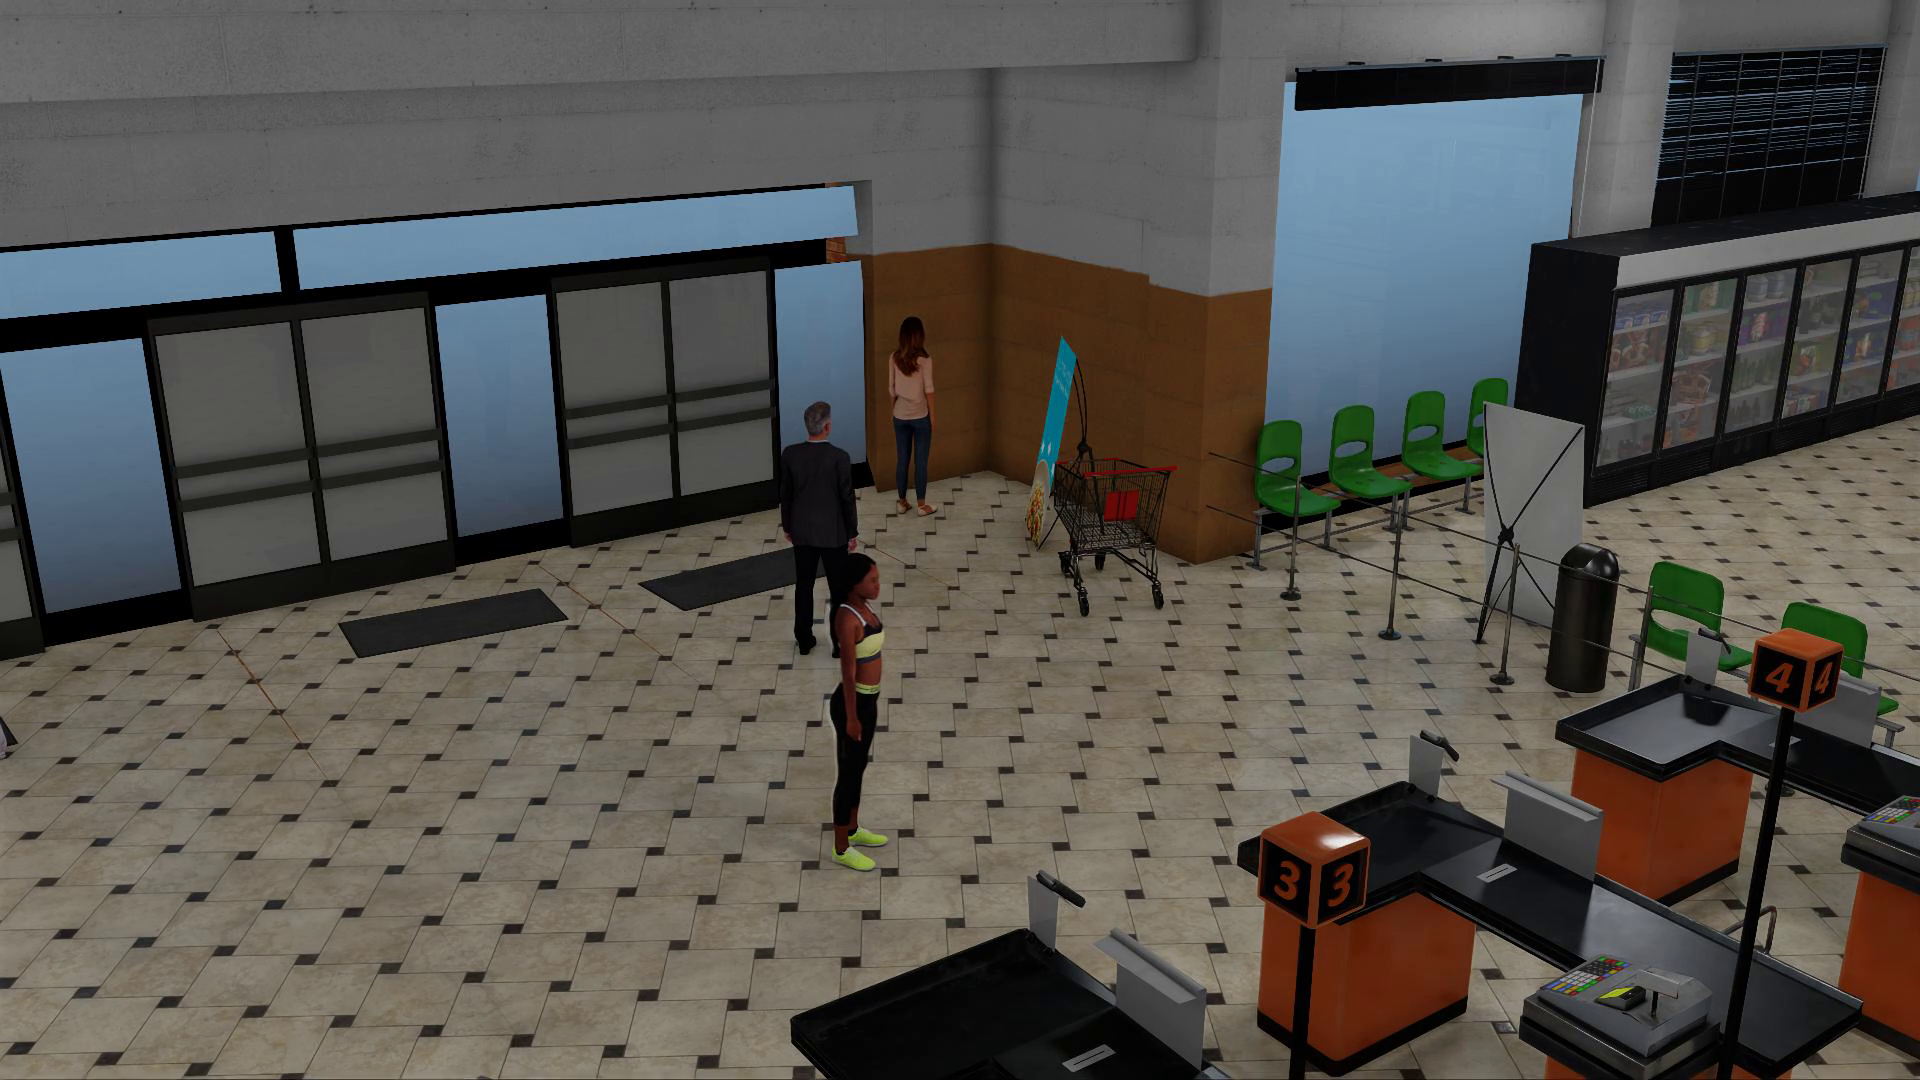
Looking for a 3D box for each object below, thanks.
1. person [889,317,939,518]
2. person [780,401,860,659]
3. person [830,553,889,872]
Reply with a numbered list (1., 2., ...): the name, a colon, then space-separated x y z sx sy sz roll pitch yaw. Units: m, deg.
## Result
1. person: -0.428 -1.099 14.797 0.617 1.792 0.728 9 21 24
2. person: -0.984 -0.078 11.694 0.769 1.839 0.864 5 19 15
3. person: -0.568 0.898 8.933 0.692 1.753 0.638 4 19 11
